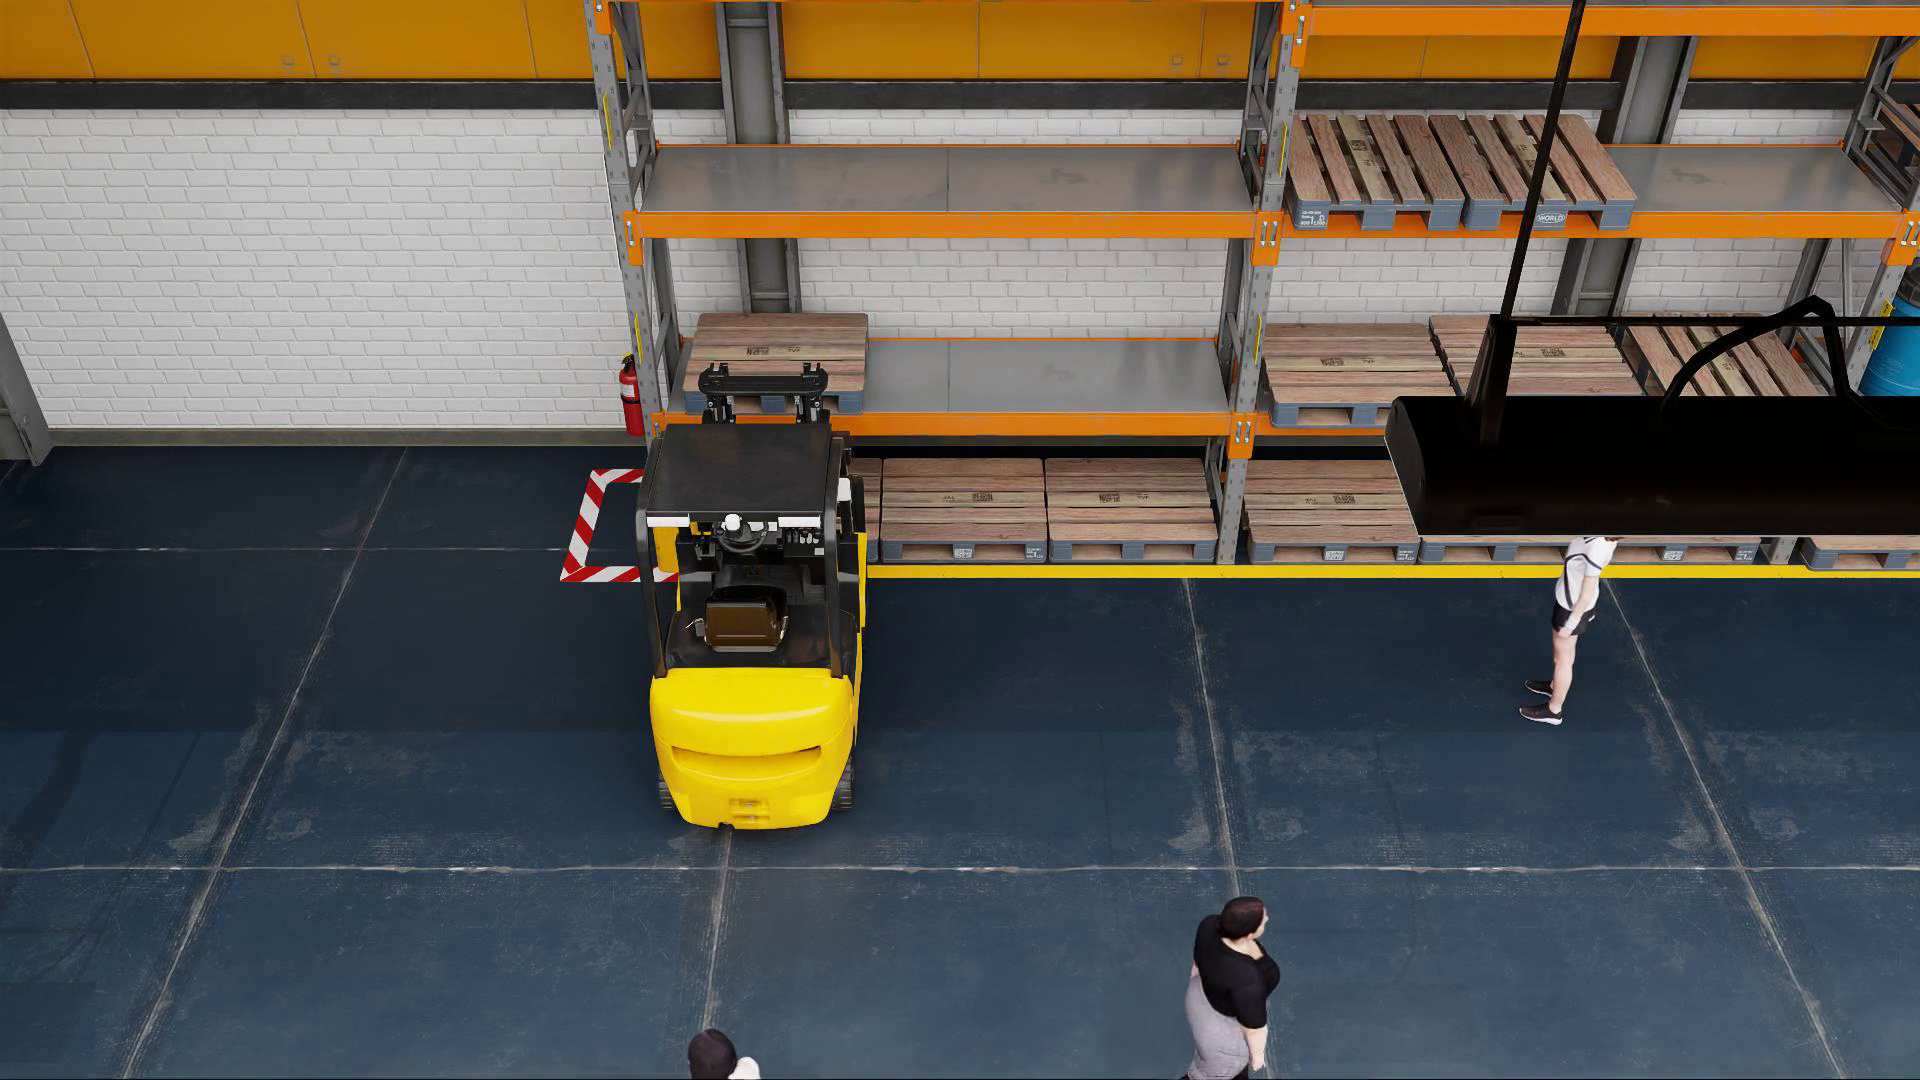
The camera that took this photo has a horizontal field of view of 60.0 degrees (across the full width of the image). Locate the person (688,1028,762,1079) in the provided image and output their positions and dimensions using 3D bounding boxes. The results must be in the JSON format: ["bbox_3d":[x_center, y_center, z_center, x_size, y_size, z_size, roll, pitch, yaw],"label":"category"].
[{"bbox_3d":[-1.031,2.745,7.396,0.687,1.751,0.673,22,44,25],"label":"person"}]

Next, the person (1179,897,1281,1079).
[{"bbox_3d":[1.161,2.343,7.920,1.189,1.726,0.898,-11,40,-13],"label":"person"}]

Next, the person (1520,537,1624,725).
[{"bbox_3d":[3.821,0.404,10.328,0.665,1.751,0.652,15,41,18],"label":"person"}]
